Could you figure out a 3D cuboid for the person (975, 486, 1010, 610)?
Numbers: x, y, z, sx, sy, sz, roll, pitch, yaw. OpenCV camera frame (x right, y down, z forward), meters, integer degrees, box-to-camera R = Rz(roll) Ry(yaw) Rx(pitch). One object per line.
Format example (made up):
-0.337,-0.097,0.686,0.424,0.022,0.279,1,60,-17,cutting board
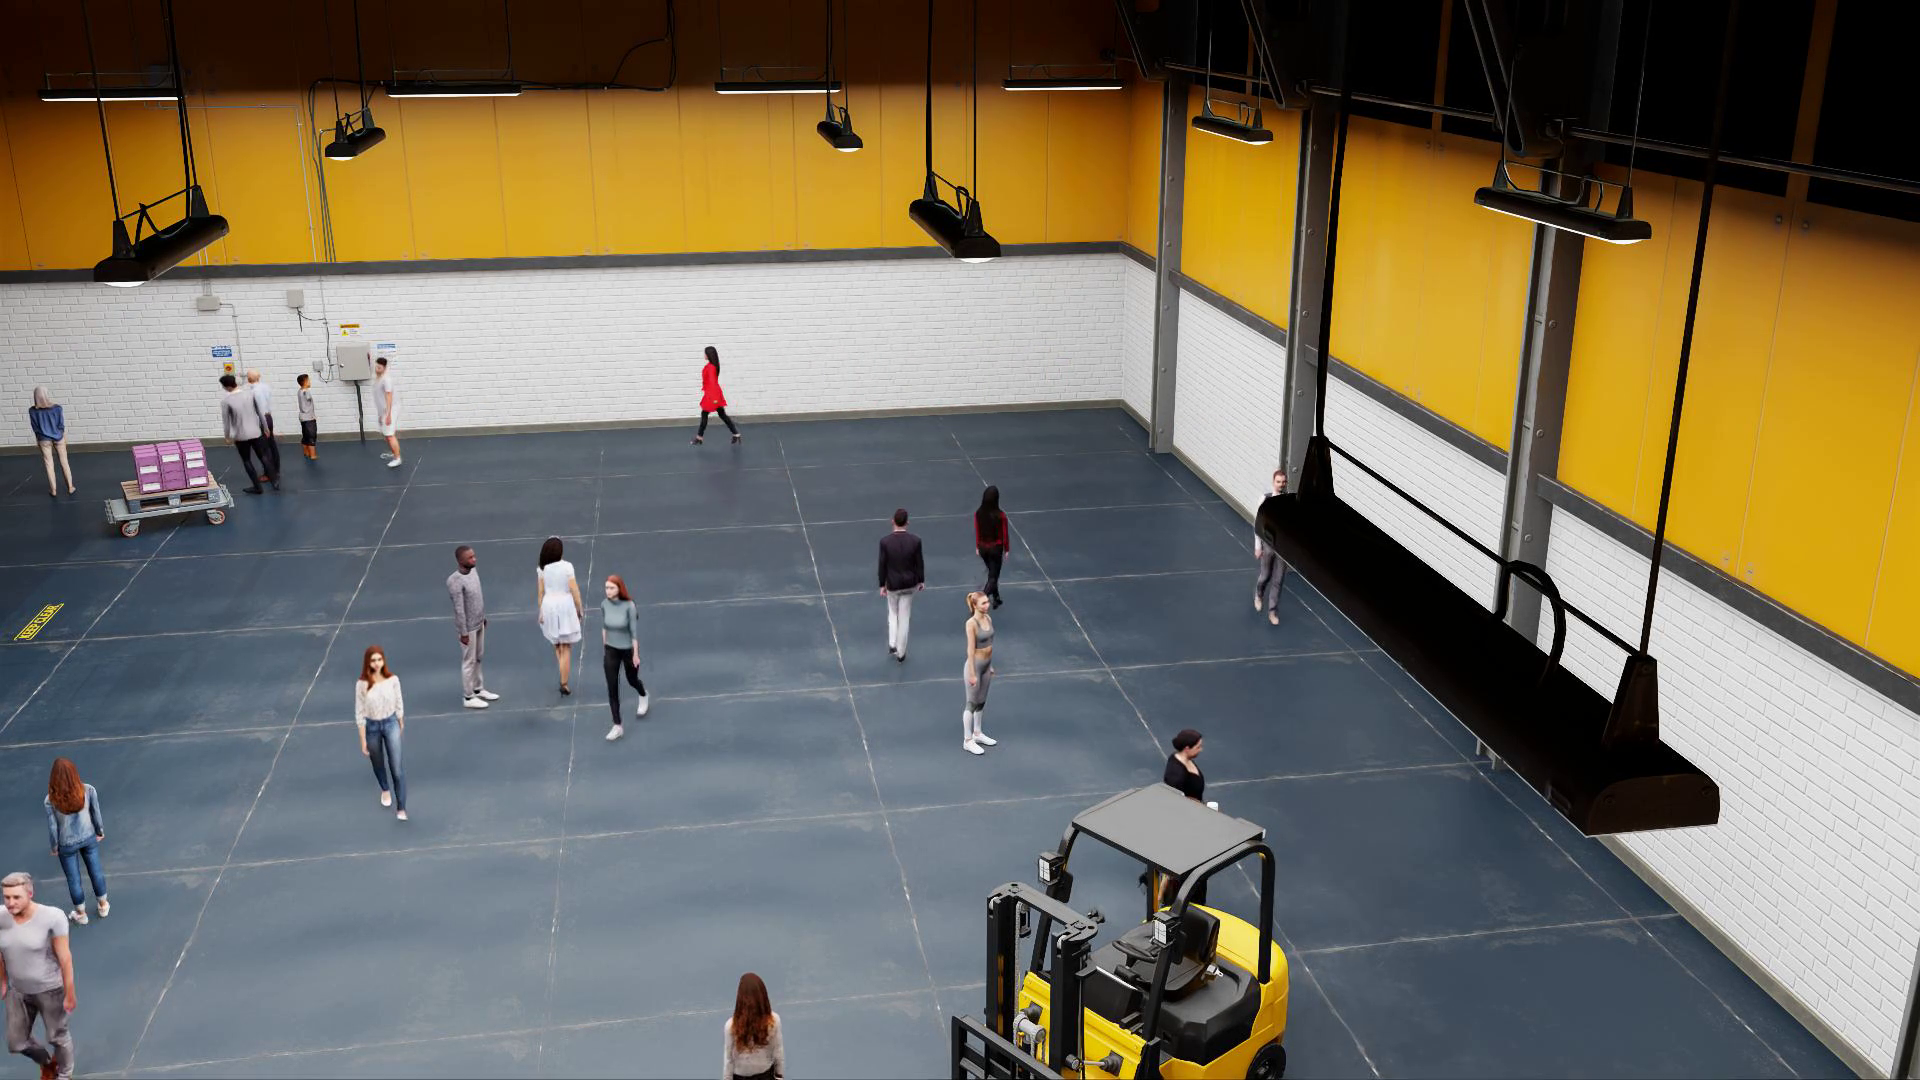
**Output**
0.356,0.170,20.519,0.965,1.628,1.091,9,21,26,person

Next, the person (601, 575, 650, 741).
-3.493,1.179,17.394,0.921,1.711,1.195,5,19,15,person

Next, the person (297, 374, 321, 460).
-10.798,-2.085,27.490,0.605,1.453,0.689,16,24,39,person

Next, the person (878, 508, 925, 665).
-0.682,0.555,19.068,0.732,1.825,0.705,1,19,2,person

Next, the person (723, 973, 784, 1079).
-1.328,3.526,10.787,0.595,1.479,0.561,-6,20,-17,person

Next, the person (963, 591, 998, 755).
0.180,1.322,16.982,0.721,1.703,0.658,12,22,32,person

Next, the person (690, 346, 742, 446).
-4.050,-2.378,27.973,0.821,1.700,1.076,1,19,2,person

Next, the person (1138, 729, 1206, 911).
1.790,2.359,13.839,0.995,1.745,0.835,3,19,8,person

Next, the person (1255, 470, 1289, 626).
3.865,0.042,20.440,0.685,1.922,0.832,-1,19,-4,person

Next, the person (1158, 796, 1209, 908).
1.843,2.759,12.871,0.957,1.604,0.908,12,22,31,person

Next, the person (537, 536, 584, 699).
-4.396,0.877,18.167,0.726,1.790,0.860,0,19,1,person

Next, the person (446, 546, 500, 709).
-5.313,0.917,17.979,0.807,1.835,0.607,2,19,7,person

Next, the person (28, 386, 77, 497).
-13.902,-1.526,25.444,0.683,1.700,0.673,-10,21,-27,person

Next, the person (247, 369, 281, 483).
-10.961,-1.812,26.153,0.760,1.790,0.601,2,19,5,person

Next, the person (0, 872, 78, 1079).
-6.393,3.070,11.616,0.767,1.816,0.691,0,19,0,person

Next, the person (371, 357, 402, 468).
-9.248,-2.078,26.907,1.000,1.811,0.839,-9,21,-25,person

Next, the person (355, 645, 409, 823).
-5.462,1.782,15.649,0.743,1.682,1.166,-7,20,-20,person

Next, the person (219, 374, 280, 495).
-10.851,-1.608,25.412,0.935,1.876,0.921,-13,22,-33,person

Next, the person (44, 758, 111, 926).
-7.361,2.494,13.856,0.646,1.476,0.669,-17,25,-41,person
